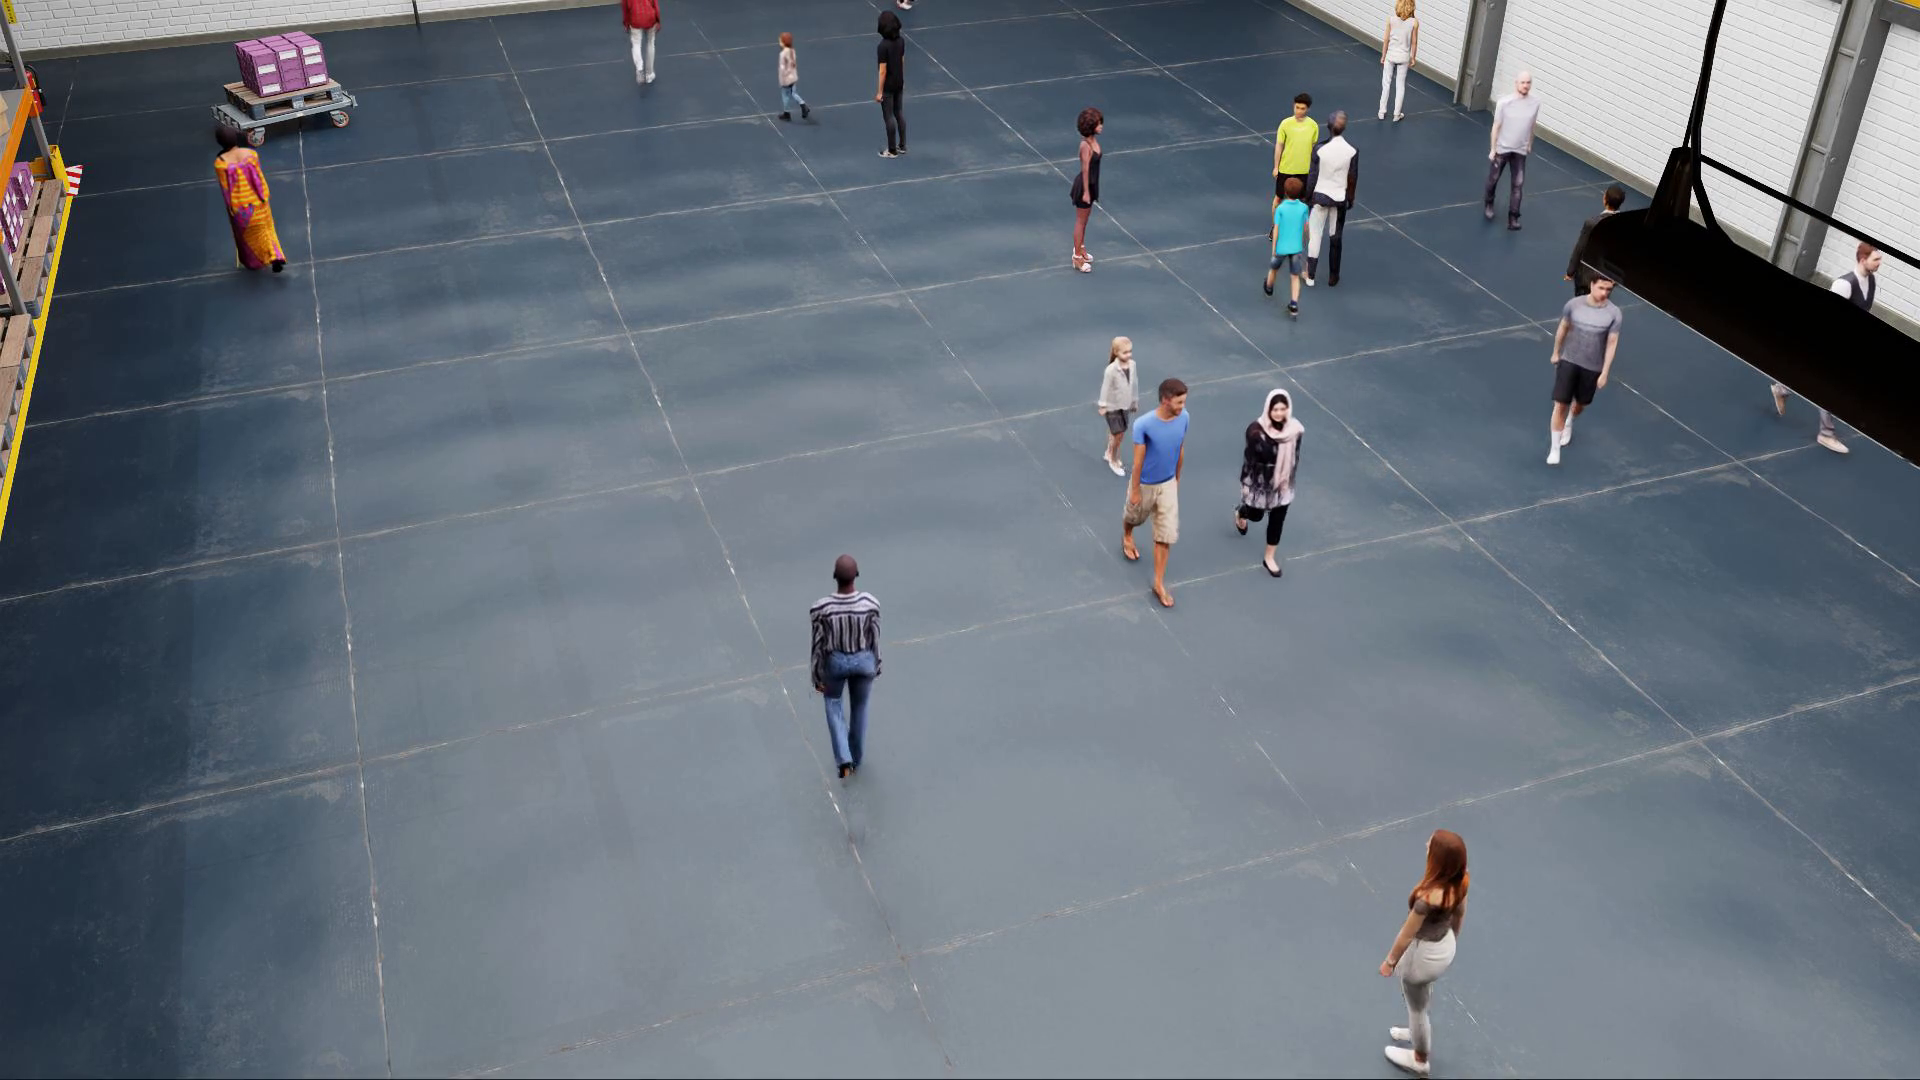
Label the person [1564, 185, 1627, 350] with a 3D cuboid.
[{"bbox_3d":[6.228,-2.548,16.183,0.753,1.789,0.741,-5,34,-8],"label":"person"}]

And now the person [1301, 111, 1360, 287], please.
[{"bbox_3d":[3.932,-3.627,17.715,0.772,1.891,0.744,2,34,3],"label":"person"}]

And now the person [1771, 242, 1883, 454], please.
[{"bbox_3d":[7.842,-1.802,14.952,0.858,1.910,1.217,-20,38,-27],"label":"person"}]

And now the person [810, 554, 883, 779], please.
[{"bbox_3d":[-0.720,0.909,10.988,0.710,1.782,0.770,-5,34,-8],"label":"person"}]

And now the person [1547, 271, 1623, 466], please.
[{"bbox_3d":[5.515,-1.608,14.727,1.139,1.835,1.222,14,36,21],"label":"person"}]

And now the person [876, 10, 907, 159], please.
[{"bbox_3d":[-0.865,-5.749,20.957,0.708,1.835,0.708,23,40,30],"label":"person"}]

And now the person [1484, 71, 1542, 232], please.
[{"bbox_3d":[6.312,-4.521,19.152,0.977,1.788,1.254,1,34,2],"label":"person"}]

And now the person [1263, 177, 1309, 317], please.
[{"bbox_3d":[3.429,-3.014,17.226,0.695,1.410,1.028,-3,34,-4],"label":"person"}]

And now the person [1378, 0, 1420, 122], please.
[{"bbox_3d":[5.822,-6.431,22.132,0.690,1.670,0.733,11,35,17],"label":"person"}]

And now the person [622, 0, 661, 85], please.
[{"bbox_3d":[-4.455,-7.263,23.259,0.817,1.808,1.017,-3,34,-4],"label":"person"}]

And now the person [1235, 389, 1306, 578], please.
[{"bbox_3d":[2.434,-0.524,13.296,0.689,1.615,0.958,-8,35,-12],"label":"person"}]

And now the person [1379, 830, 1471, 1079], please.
[{"bbox_3d":[2.598,2.285,8.981,0.738,1.713,0.707,27,42,34],"label":"person"}]

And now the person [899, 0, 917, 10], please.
[{"bbox_3d":[-0.869,-9.326,26.435,0.936,1.727,0.835,3,34,4],"label":"person"}]

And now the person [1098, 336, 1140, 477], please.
[{"bbox_3d":[1.355,-1.225,14.666,0.617,1.265,0.686,-23,40,-31],"label":"person"}]

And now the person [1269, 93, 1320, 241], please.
[{"bbox_3d":[3.773,-4.223,18.777,0.680,1.706,0.639,-1,34,-1],"label":"person"}]

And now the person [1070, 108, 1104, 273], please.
[{"bbox_3d":[1.373,-3.818,18.094,0.719,1.788,0.633,8,34,11],"label":"person"}]

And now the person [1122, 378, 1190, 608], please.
[{"bbox_3d":[1.477,-0.496,13.070,0.695,1.817,1.217,-9,35,-14],"label":"person"}]

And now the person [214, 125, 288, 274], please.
[{"bbox_3d":[-7.693,-3.662,17.982,0.837,1.651,1.115,-23,40,-31],"label":"person"}]

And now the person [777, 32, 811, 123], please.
[{"bbox_3d":[-2.240,-6.153,22.152,0.784,1.186,0.705,17,37,24],"label":"person"}]
